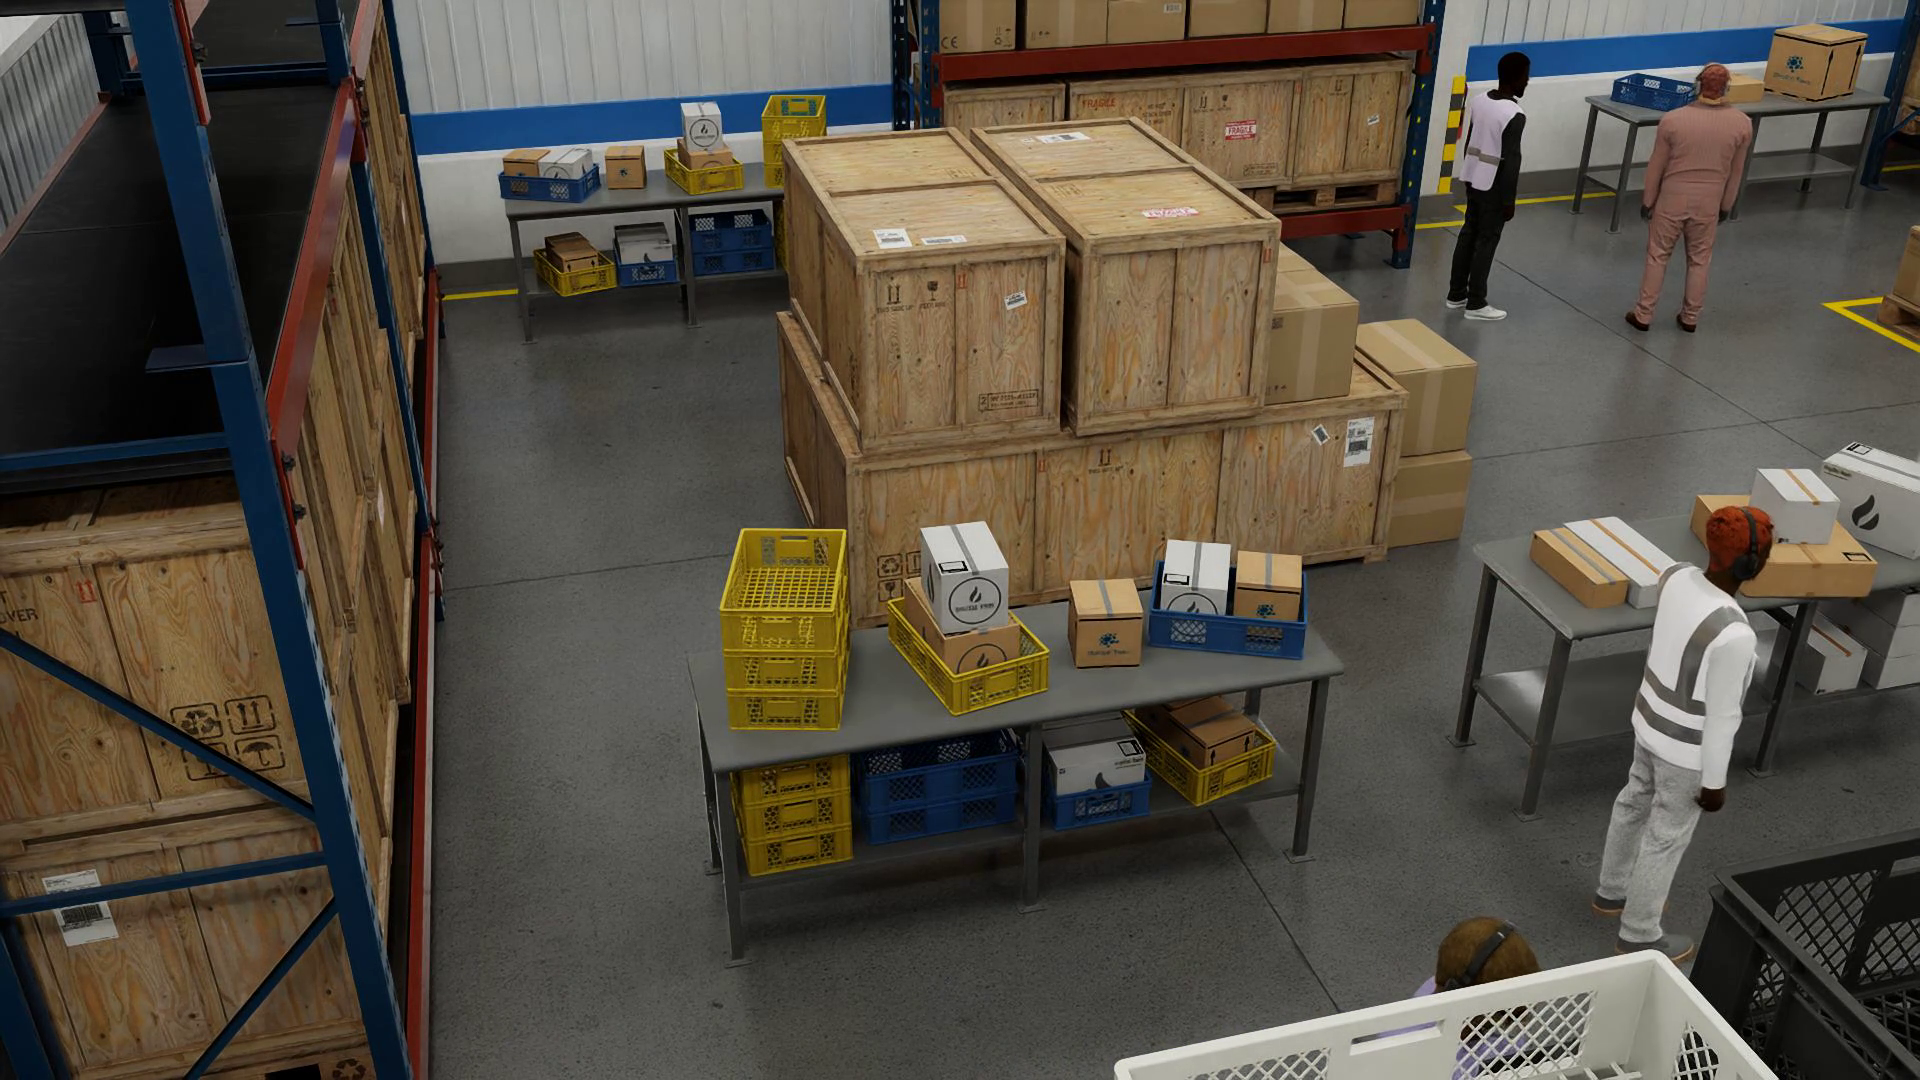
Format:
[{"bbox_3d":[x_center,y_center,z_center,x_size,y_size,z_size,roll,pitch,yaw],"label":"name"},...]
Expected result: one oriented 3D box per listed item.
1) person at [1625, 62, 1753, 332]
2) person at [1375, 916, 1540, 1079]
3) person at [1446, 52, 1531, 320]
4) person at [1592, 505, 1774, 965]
[{"bbox_3d":[5.168,-2.421,11.815,0.643,1.899,0.396,3,29,6],"label":"person"},{"bbox_3d":[1.188,1.719,4.259,0.373,1.935,0.628,23,36,35],"label":"person"},{"bbox_3d":[3.826,-2.554,12.031,0.375,1.915,0.598,-7,30,-13],"label":"person"},{"bbox_3d":[2.662,0.722,6.132,0.360,1.879,0.578,-1,29,-2],"label":"person"}]
